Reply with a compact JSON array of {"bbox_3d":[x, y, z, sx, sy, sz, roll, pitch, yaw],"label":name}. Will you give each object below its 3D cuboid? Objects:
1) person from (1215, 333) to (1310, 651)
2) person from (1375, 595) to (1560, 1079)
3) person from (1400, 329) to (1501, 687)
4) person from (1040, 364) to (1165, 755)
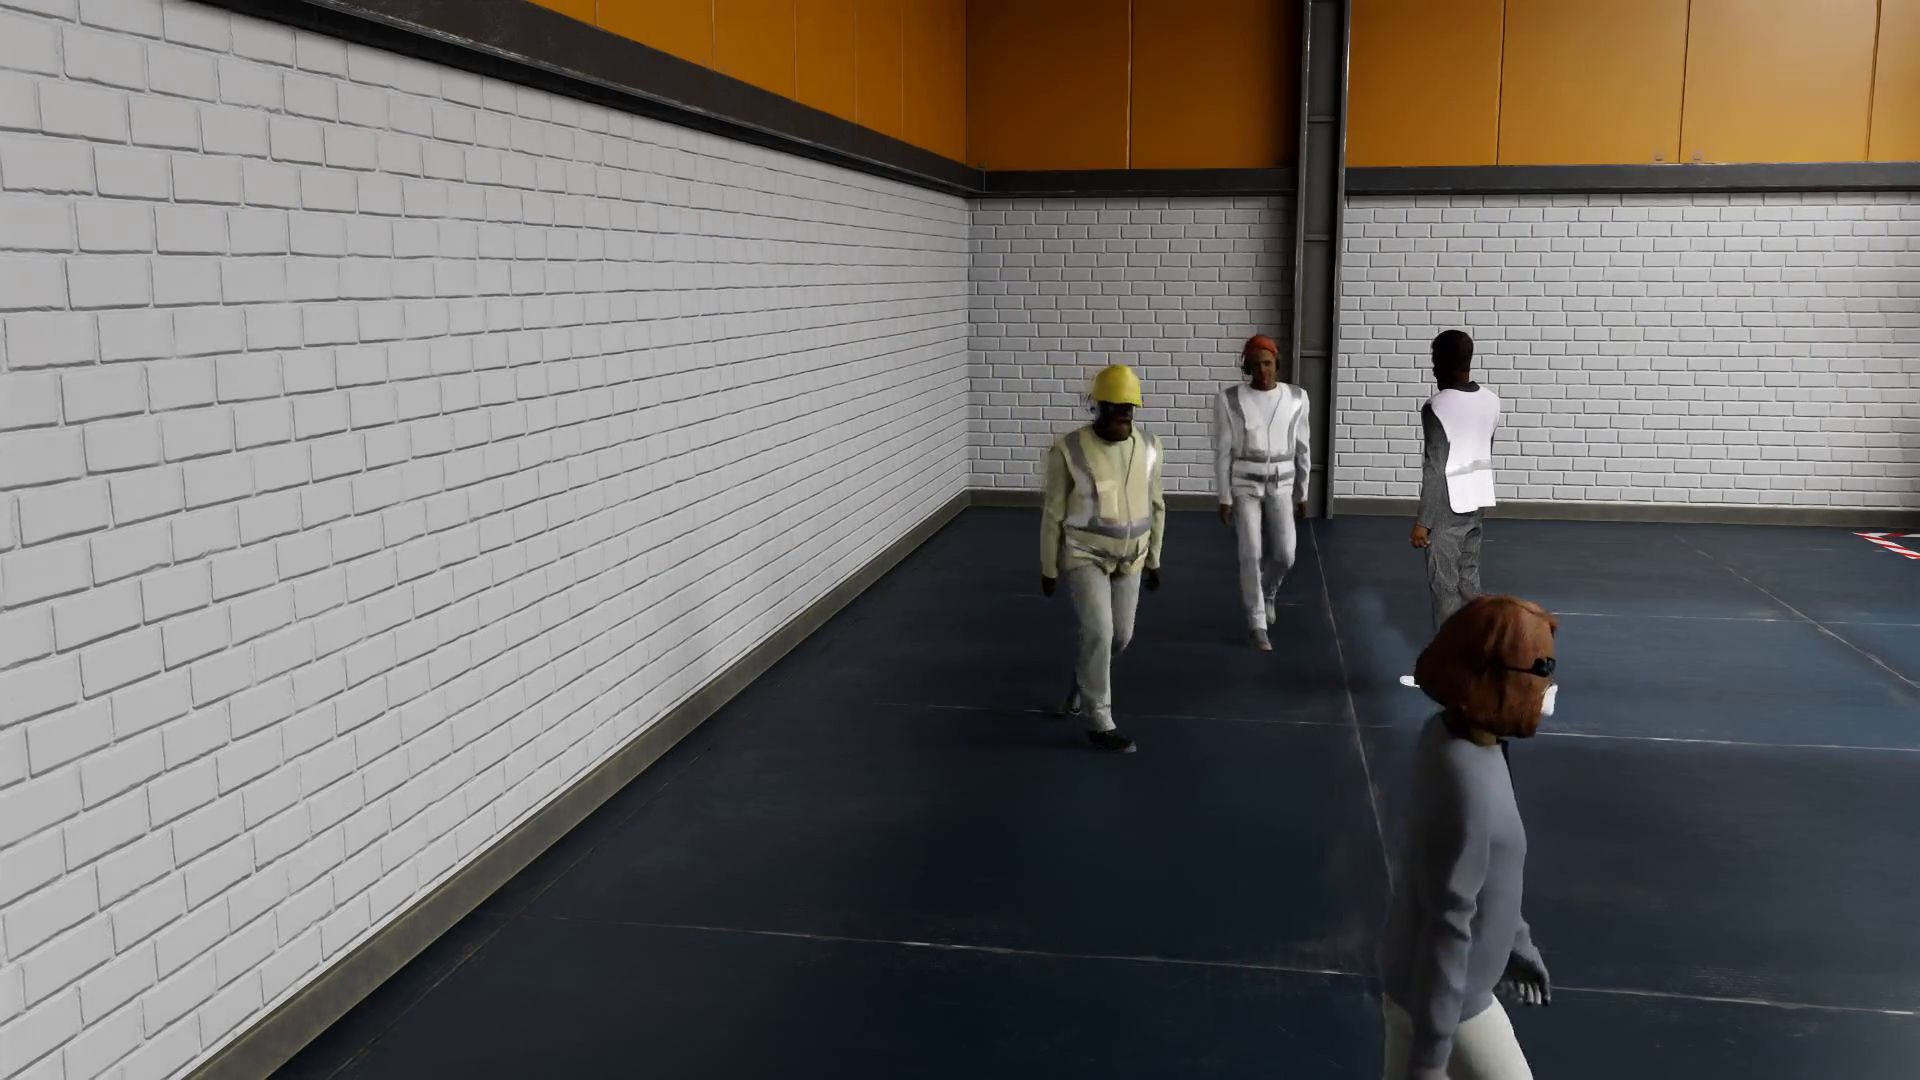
[{"bbox_3d":[1.771,-0.293,9.860,0.580,1.868,0.523,-1,9,-5],"label":"person"},{"bbox_3d":[1.043,0.899,3.256,0.633,1.607,0.499,1,9,8],"label":"person"},{"bbox_3d":[2.619,-0.153,8.825,0.591,1.916,0.393,-8,12,-42],"label":"person"},{"bbox_3d":[0.638,0.060,7.870,0.603,1.806,0.736,-5,10,-26],"label":"person"}]
